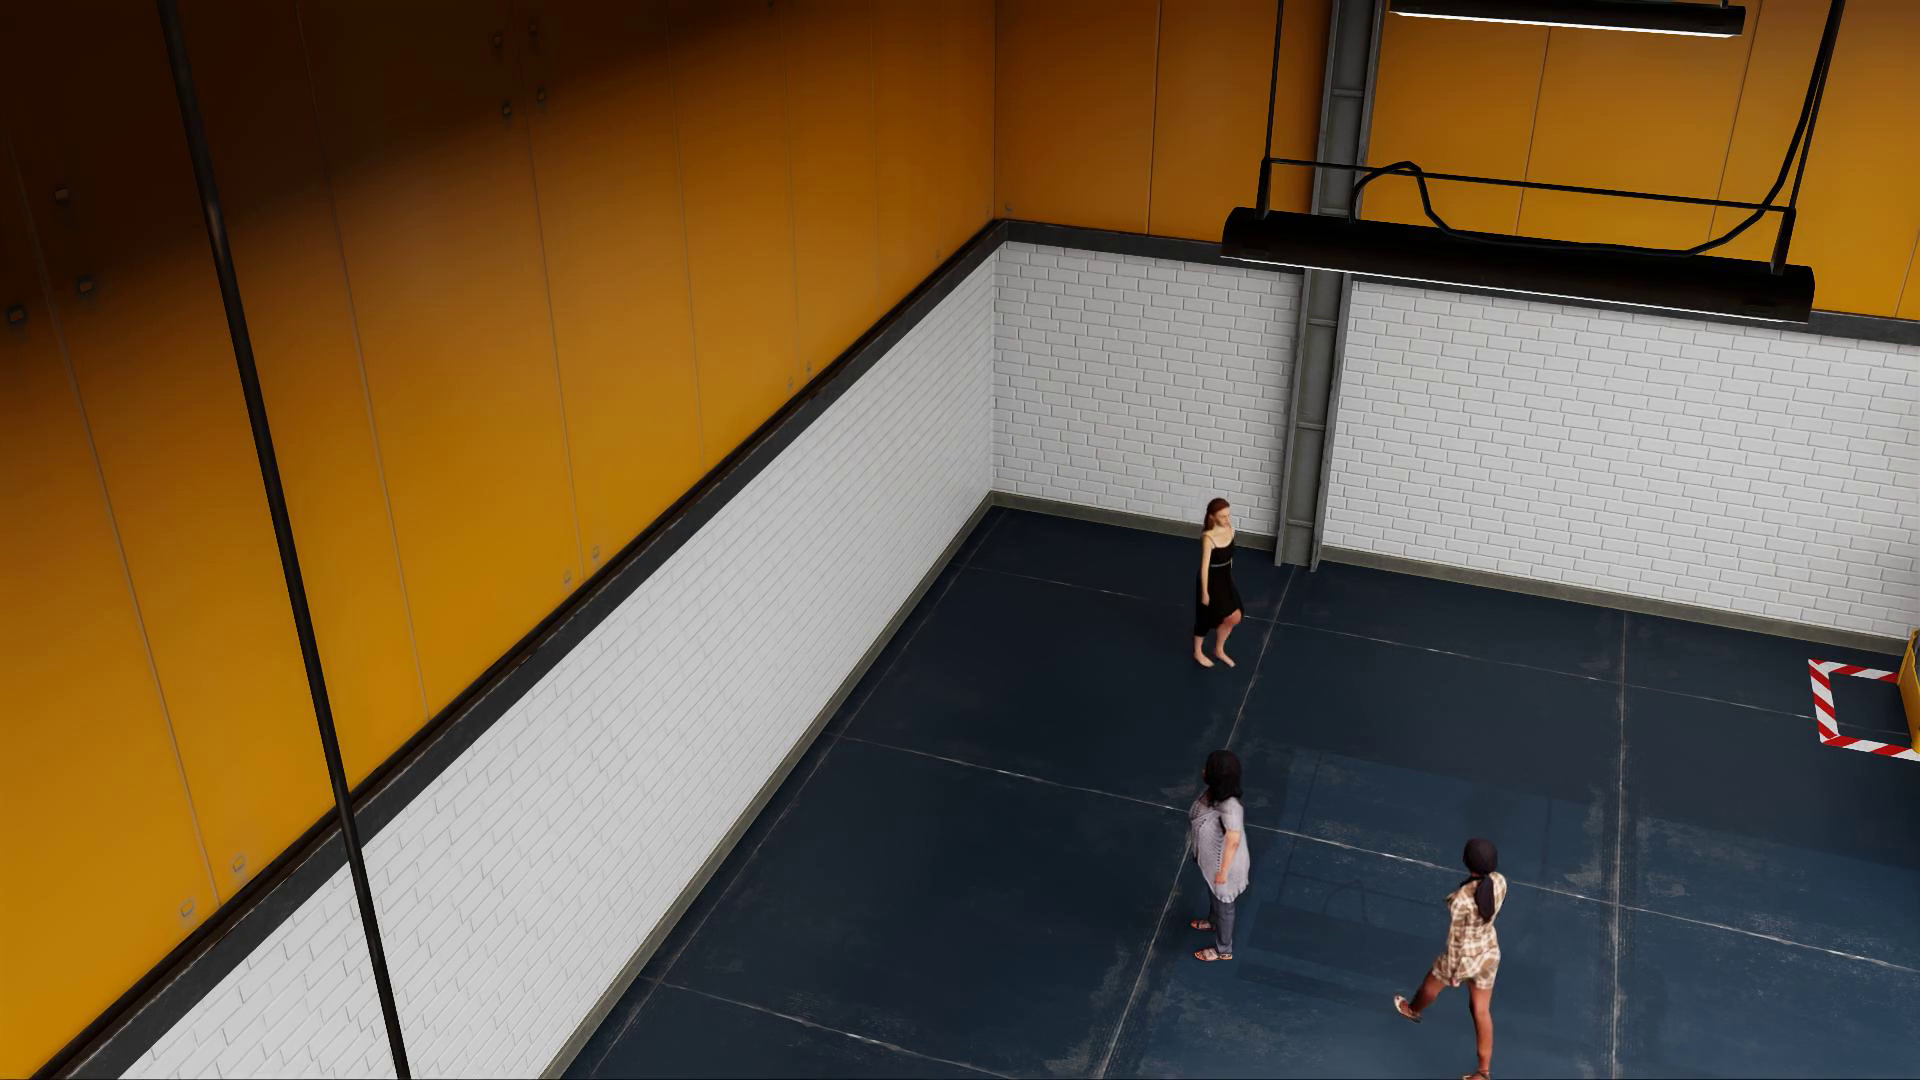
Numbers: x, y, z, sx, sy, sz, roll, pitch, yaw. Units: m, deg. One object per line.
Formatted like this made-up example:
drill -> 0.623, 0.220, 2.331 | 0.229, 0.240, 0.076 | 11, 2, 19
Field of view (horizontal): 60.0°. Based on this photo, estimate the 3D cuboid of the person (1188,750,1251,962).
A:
person -> 1.739, 2.069, 11.032 | 0.753, 1.608, 0.719 | 1, 29, 2

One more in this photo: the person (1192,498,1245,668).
person -> 2.112, 0.339, 14.201 | 0.728, 1.610, 0.772 | -21, 35, -34

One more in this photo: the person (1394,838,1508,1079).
person -> 3.105, 2.583, 9.956 | 1.066, 1.735, 1.116 | -12, 31, -21
